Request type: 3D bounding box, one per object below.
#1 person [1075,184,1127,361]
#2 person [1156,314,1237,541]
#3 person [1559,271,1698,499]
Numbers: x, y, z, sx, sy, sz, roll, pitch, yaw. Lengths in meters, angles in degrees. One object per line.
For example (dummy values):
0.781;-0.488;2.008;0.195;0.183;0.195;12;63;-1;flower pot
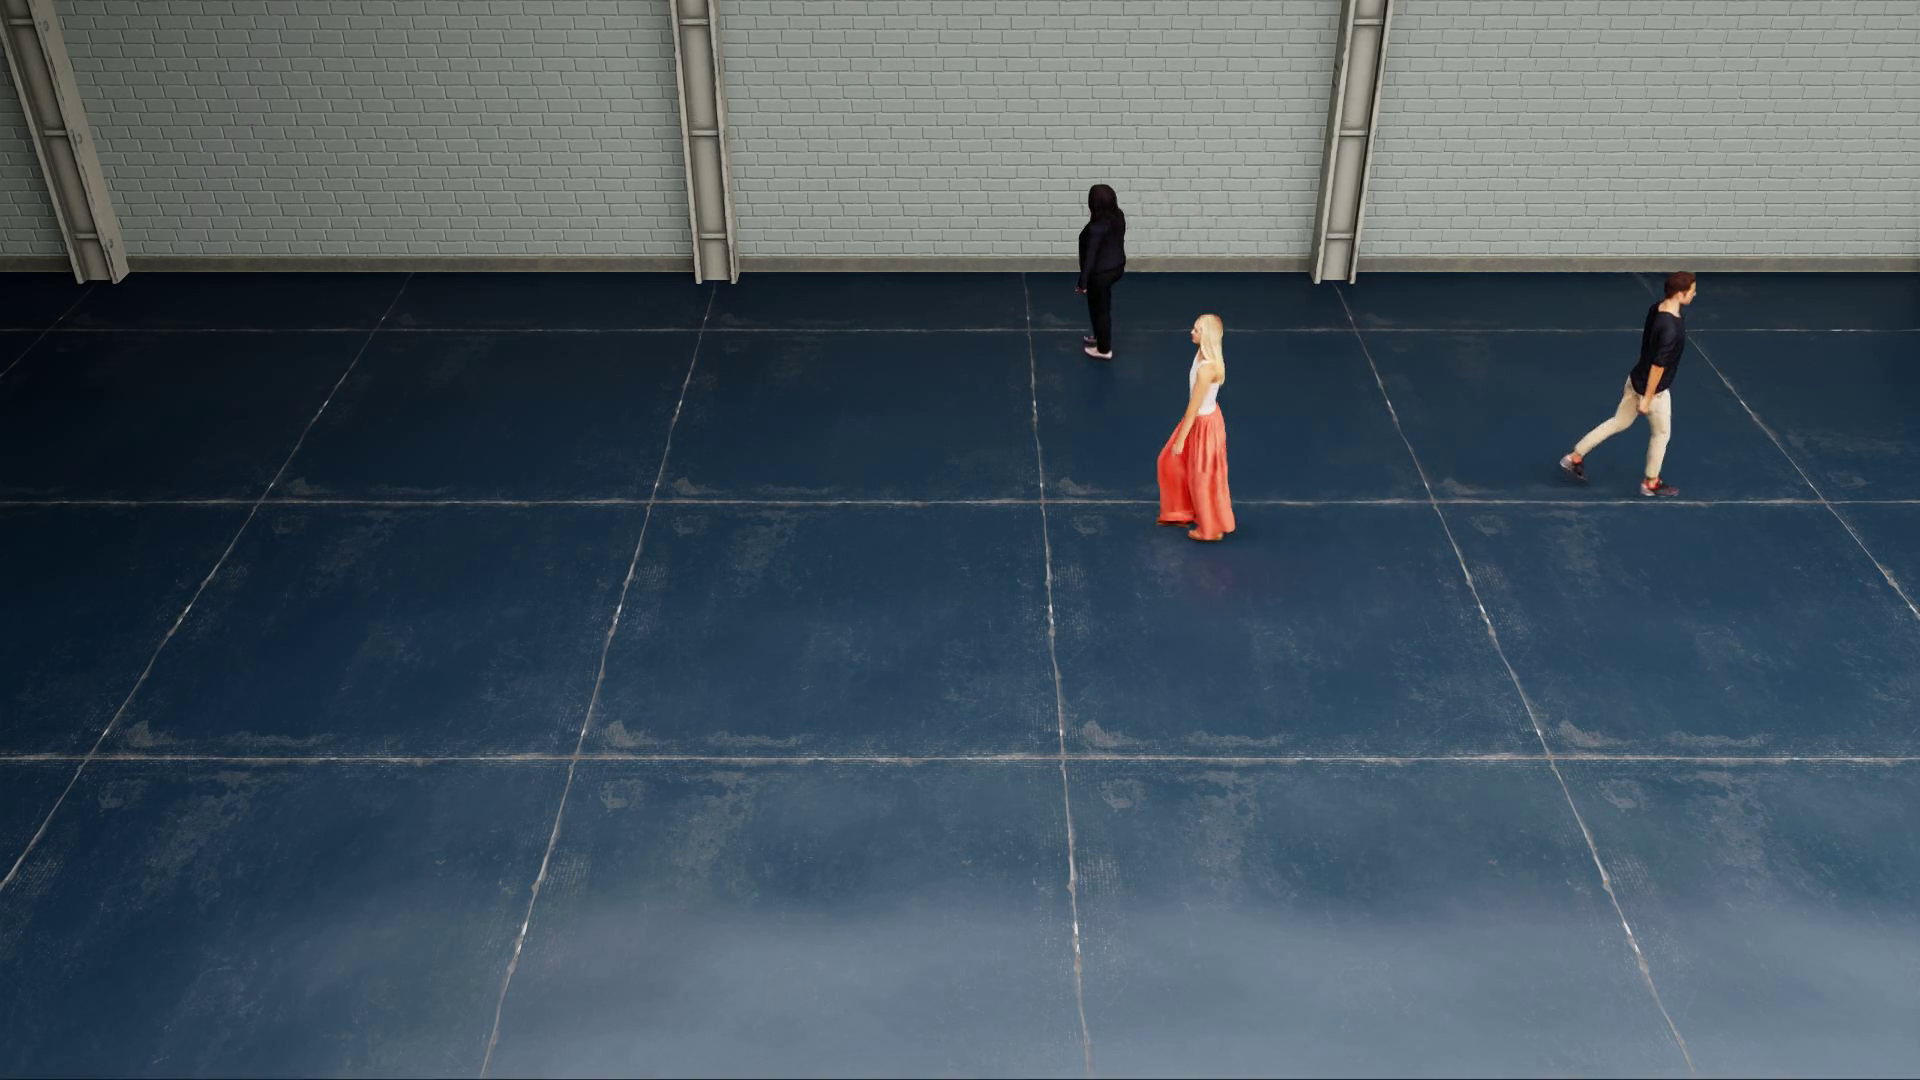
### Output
1.301;-2.288;14.336;0.818;1.603;0.798;18;37;25;person
1.825;-0.757;11.818;0.845;1.782;0.675;2;33;3;person
5.029;-1.152;12.388;1.117;1.822;0.669;2;33;3;person
